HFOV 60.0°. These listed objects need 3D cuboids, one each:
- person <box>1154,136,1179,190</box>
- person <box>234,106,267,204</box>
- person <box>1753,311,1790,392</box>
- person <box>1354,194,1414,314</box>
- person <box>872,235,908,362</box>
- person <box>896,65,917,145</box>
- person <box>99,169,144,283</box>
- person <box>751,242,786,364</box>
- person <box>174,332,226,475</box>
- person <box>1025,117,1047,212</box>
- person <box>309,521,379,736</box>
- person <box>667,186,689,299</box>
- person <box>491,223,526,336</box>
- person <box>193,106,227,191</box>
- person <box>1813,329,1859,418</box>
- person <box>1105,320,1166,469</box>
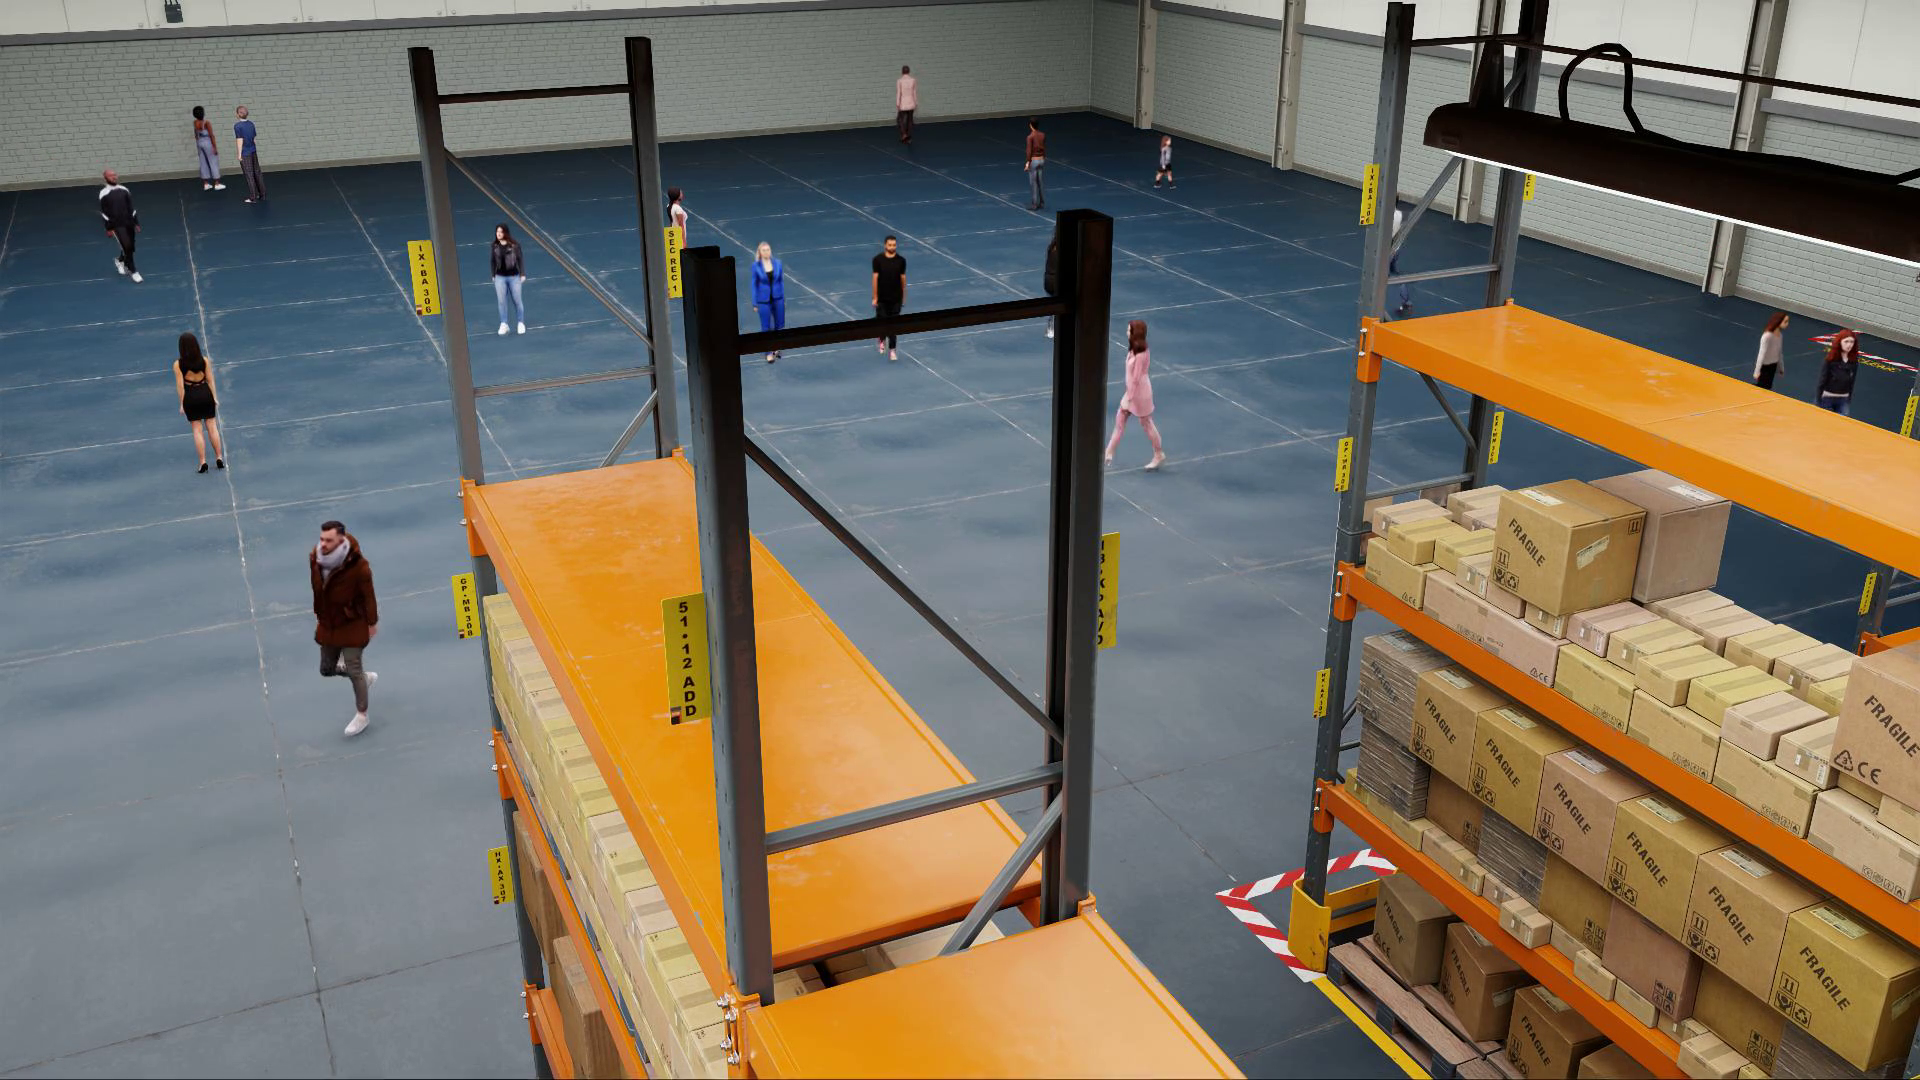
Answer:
[{"bbox_3d":[4.197,-7.791,34.353,0.654,1.076,0.851,-21,31,-40],"label":"person"},{"bbox_3d":[-14.151,-7.682,33.080,0.778,1.872,0.729,9,25,20],"label":"person"},{"bbox_3d":[9.879,-2.111,20.495,0.706,1.468,0.878,-18,29,-36],"label":"person"},{"bbox_3d":[6.593,-4.332,25.251,0.870,1.834,1.271,-20,30,-39],"label":"person"},{"bbox_3d":[-1.006,-3.390,23.146,0.720,1.747,0.783,-5,24,-11],"label":"person"},{"bbox_3d":[-1.240,-10.252,39.228,0.718,1.791,0.682,-8,24,-18],"label":"person"},{"bbox_3d":[-13.782,-5.168,27.264,1.237,1.796,1.025,16,28,33],"label":"person"},{"bbox_3d":[-2.666,-3.300,23.011,0.648,1.688,0.610,-9,25,-20],"label":"person"},{"bbox_3d":[-8.686,-1.566,18.981,0.607,1.650,0.538,-16,28,-33],"label":"person"},{"bbox_3d":[1.486,-7.330,32.372,0.692,1.778,0.604,-18,29,-37],"label":"person"},{"bbox_3d":[-4.966,0.661,13.522,0.957,1.825,1.021,7,24,16],"label":"person"},{"bbox_3d":[-4.469,-4.725,26.294,0.651,1.740,0.484,-14,27,-30],"label":"person"},{"bbox_3d":[-6.613,-3.831,24.331,0.714,1.631,0.700,0,23,-1],"label":"person"},{"bbox_3d":[-15.523,-8.078,34.237,0.654,1.695,0.693,6,24,13],"label":"person"},{"bbox_3d":[9.765,-1.508,18.748,0.977,1.726,1.279,0,23,1],"label":"person"},{"bbox_3d":[2.116,-1.606,18.942,0.919,1.754,1.123,-3,23,-7],"label":"person"}]
